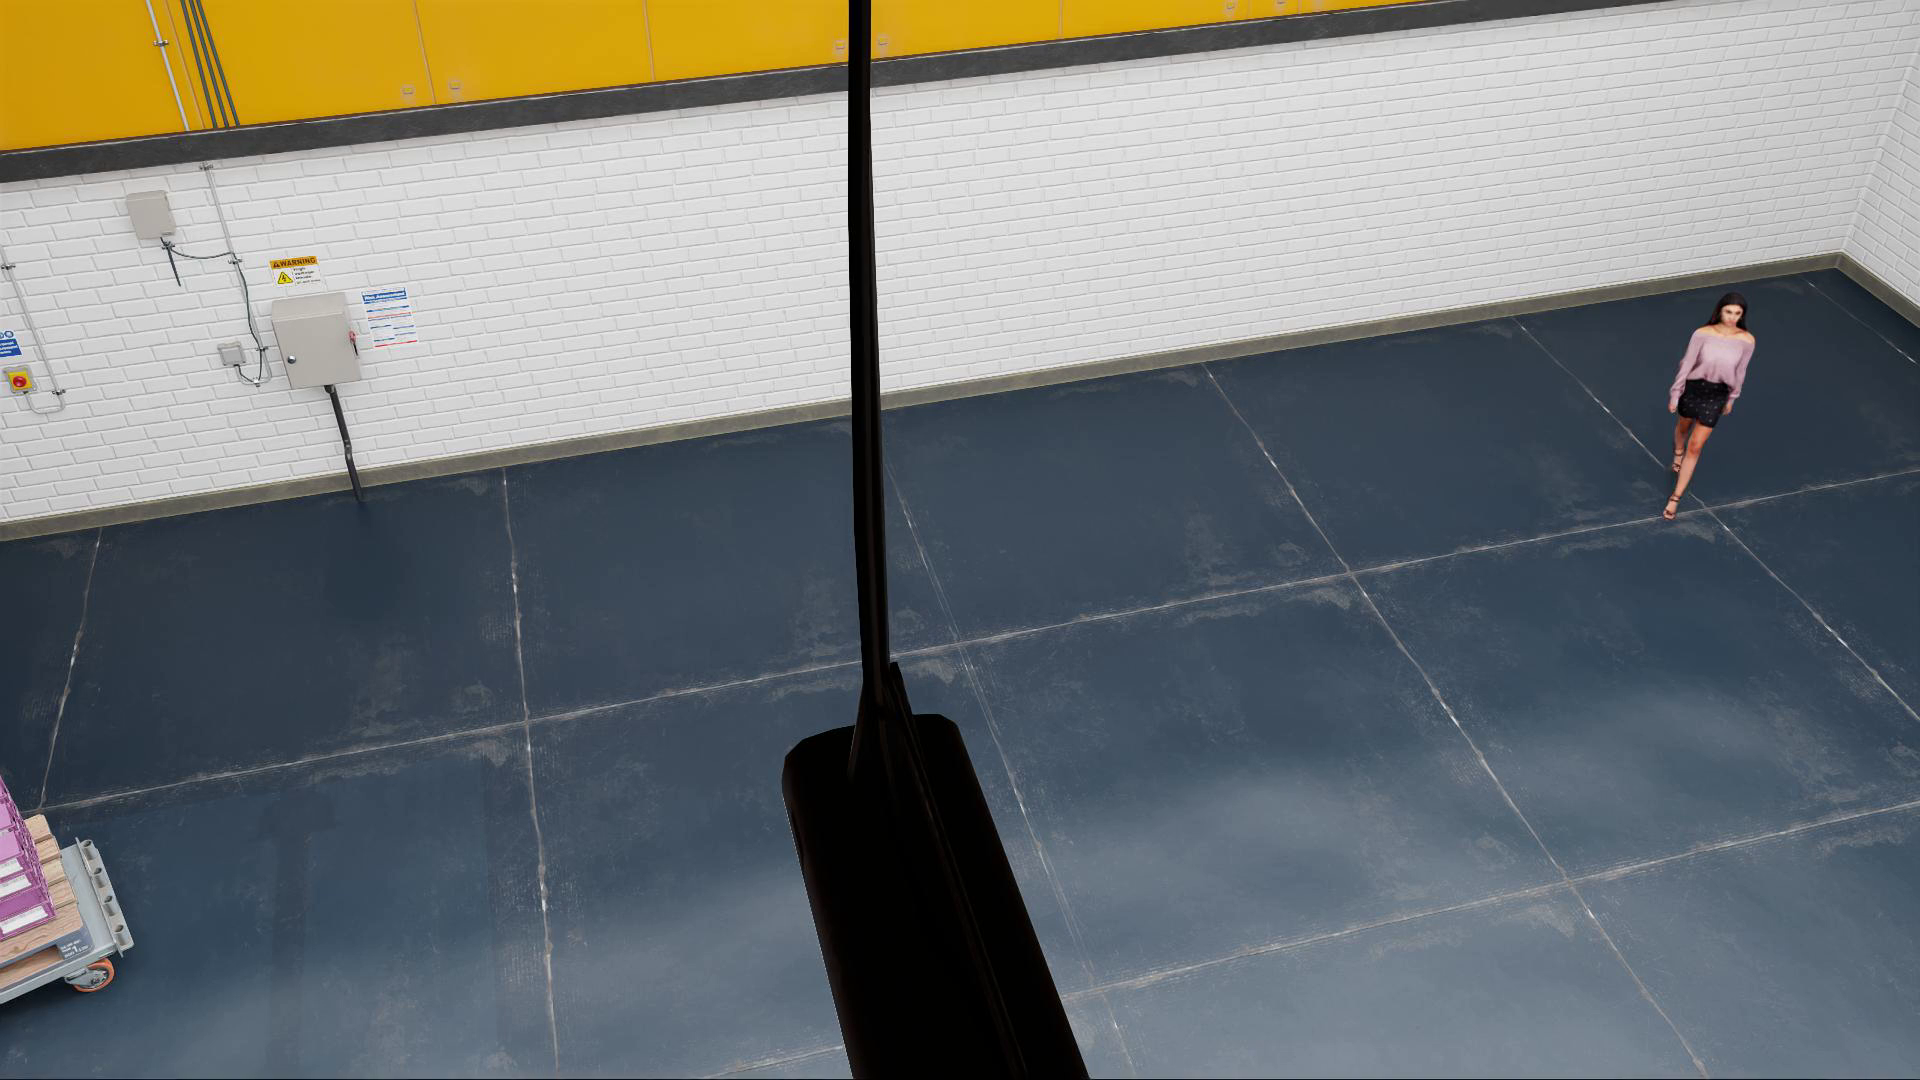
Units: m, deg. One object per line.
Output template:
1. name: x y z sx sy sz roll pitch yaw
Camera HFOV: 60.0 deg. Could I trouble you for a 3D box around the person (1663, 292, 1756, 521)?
1. person: 5.557 -1.082 12.482 1.067 1.761 1.194 15 41 18
